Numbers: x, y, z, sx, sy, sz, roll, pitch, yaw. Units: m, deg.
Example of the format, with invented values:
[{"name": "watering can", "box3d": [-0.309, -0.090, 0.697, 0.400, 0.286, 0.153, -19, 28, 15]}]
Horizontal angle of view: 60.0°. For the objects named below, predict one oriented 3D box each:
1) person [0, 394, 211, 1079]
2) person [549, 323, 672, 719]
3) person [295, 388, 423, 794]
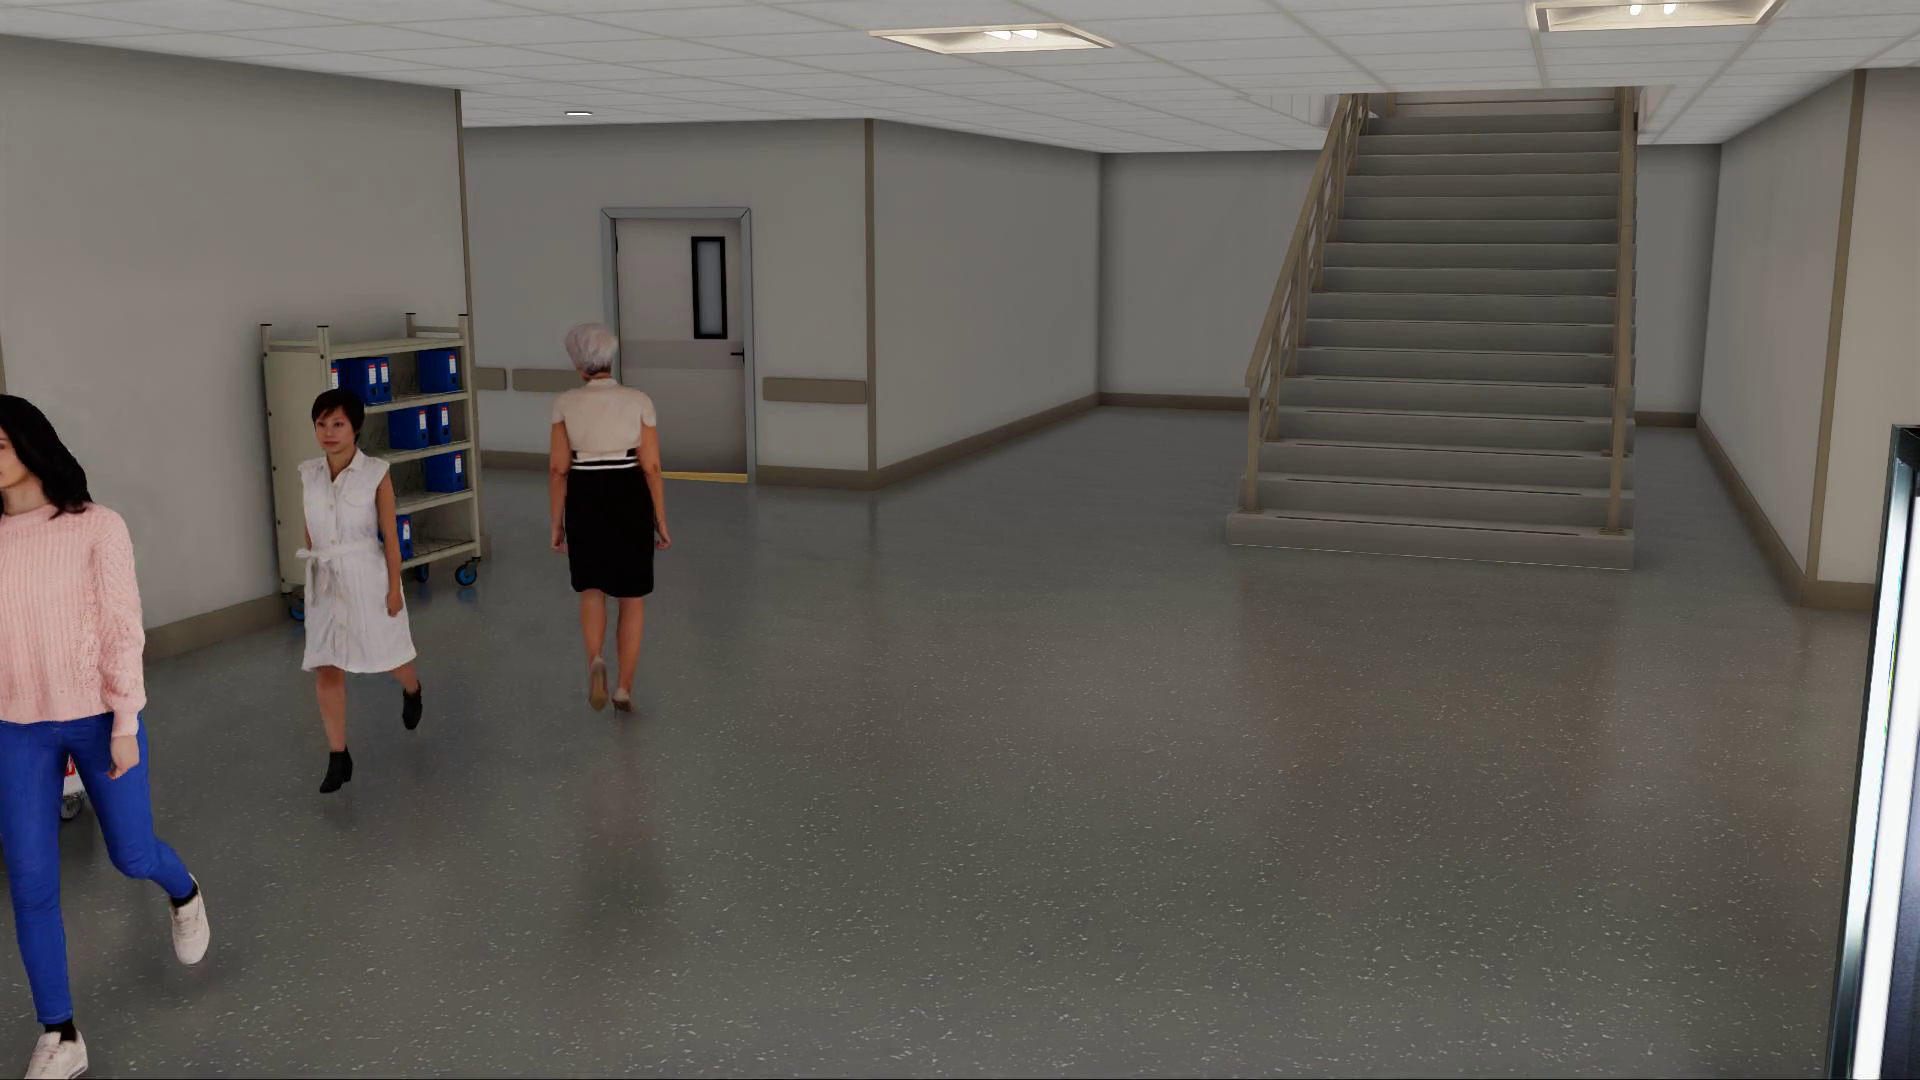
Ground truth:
[{"name": "person", "box3d": [-2.263, 0.496, 4.313, 0.919, 1.733, 1.190, -1, 11, -6]}, {"name": "person", "box3d": [-1.520, -0.038, 7.125, 0.833, 1.733, 0.943, 0, 11, -1]}, {"name": "person", "box3d": [-2.349, 0.180, 6.533, 0.748, 1.526, 1.050, 0, 11, 1]}]
